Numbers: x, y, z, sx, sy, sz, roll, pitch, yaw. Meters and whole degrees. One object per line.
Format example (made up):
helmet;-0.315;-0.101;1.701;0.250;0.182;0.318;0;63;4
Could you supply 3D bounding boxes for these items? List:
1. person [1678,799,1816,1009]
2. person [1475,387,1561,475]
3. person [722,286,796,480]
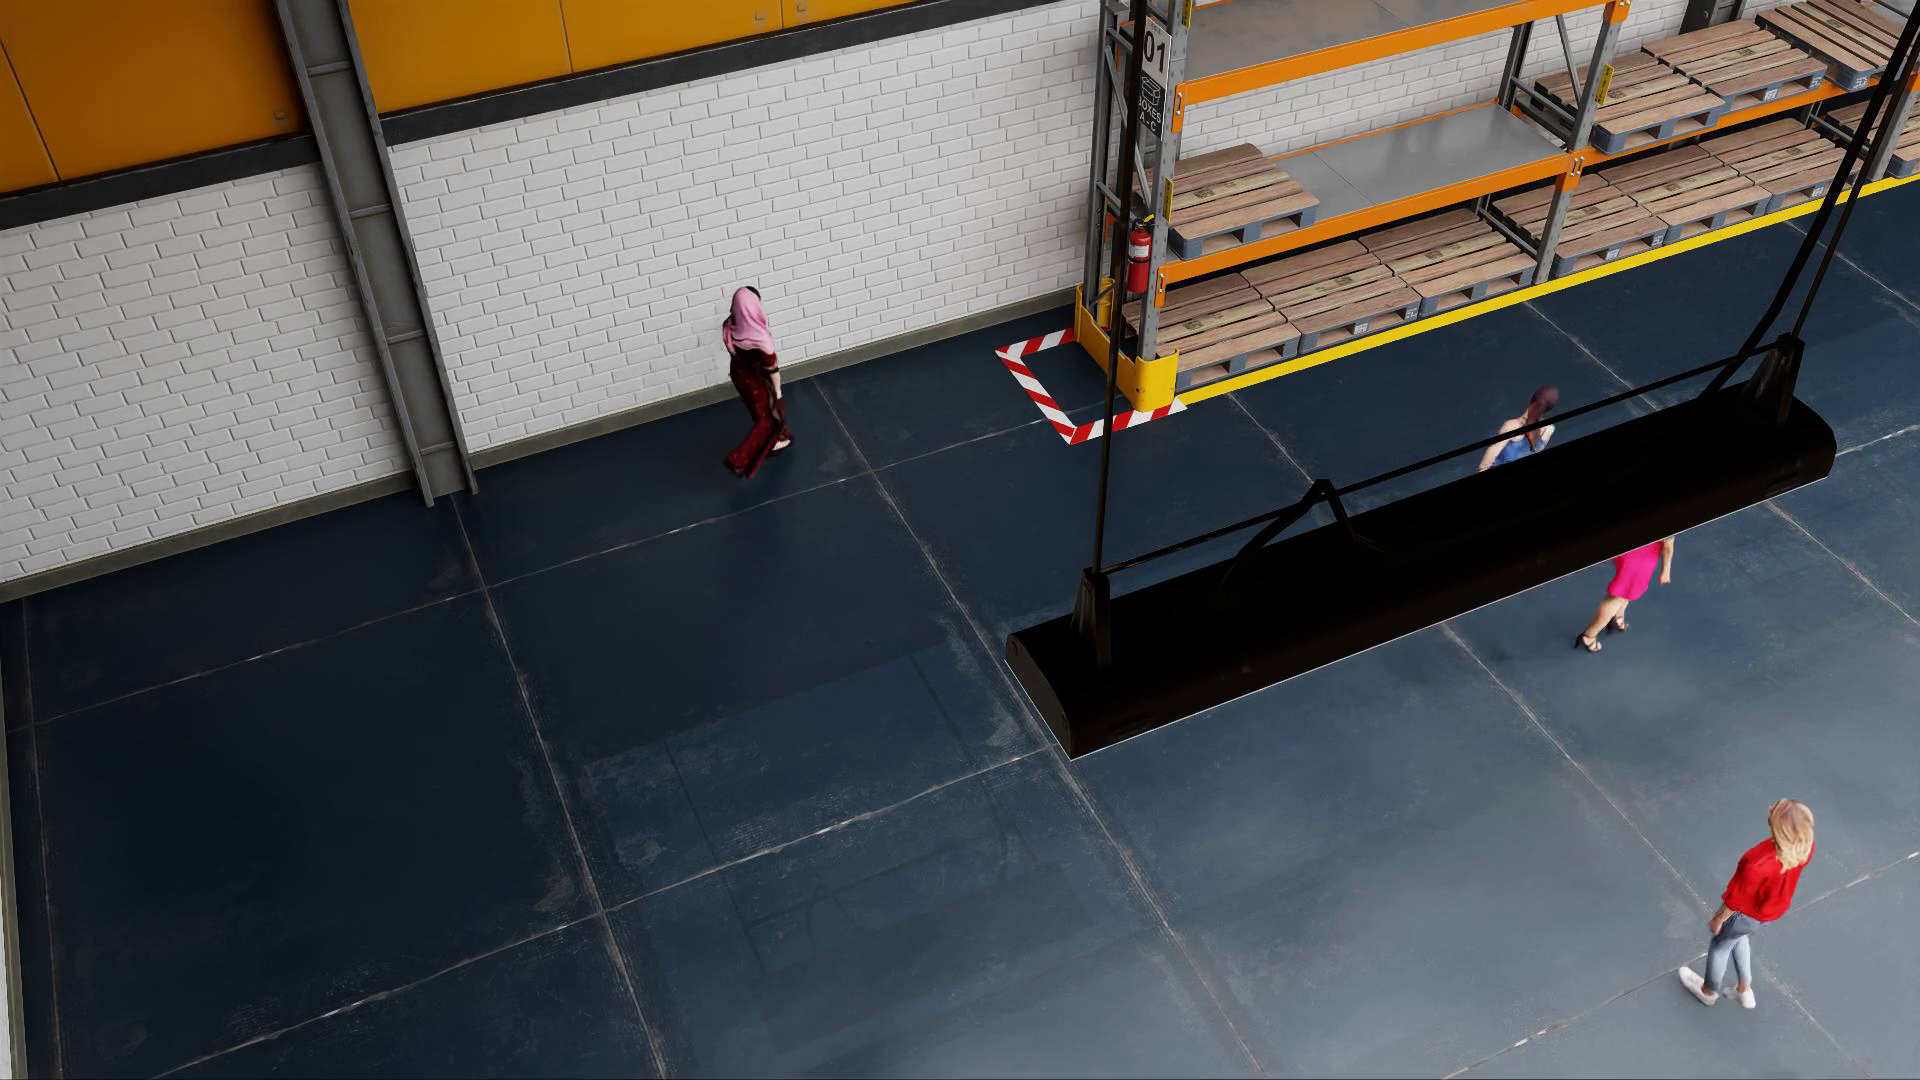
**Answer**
person;4.284;2.028;8.883;0.596;1.695;0.693;-20;47;-20
person;3.753;-0.394;11.512;0.623;1.575;0.776;-13;45;-13
person;-1.547;-1.146;12.269;0.865;1.620;1.057;33;52;30
